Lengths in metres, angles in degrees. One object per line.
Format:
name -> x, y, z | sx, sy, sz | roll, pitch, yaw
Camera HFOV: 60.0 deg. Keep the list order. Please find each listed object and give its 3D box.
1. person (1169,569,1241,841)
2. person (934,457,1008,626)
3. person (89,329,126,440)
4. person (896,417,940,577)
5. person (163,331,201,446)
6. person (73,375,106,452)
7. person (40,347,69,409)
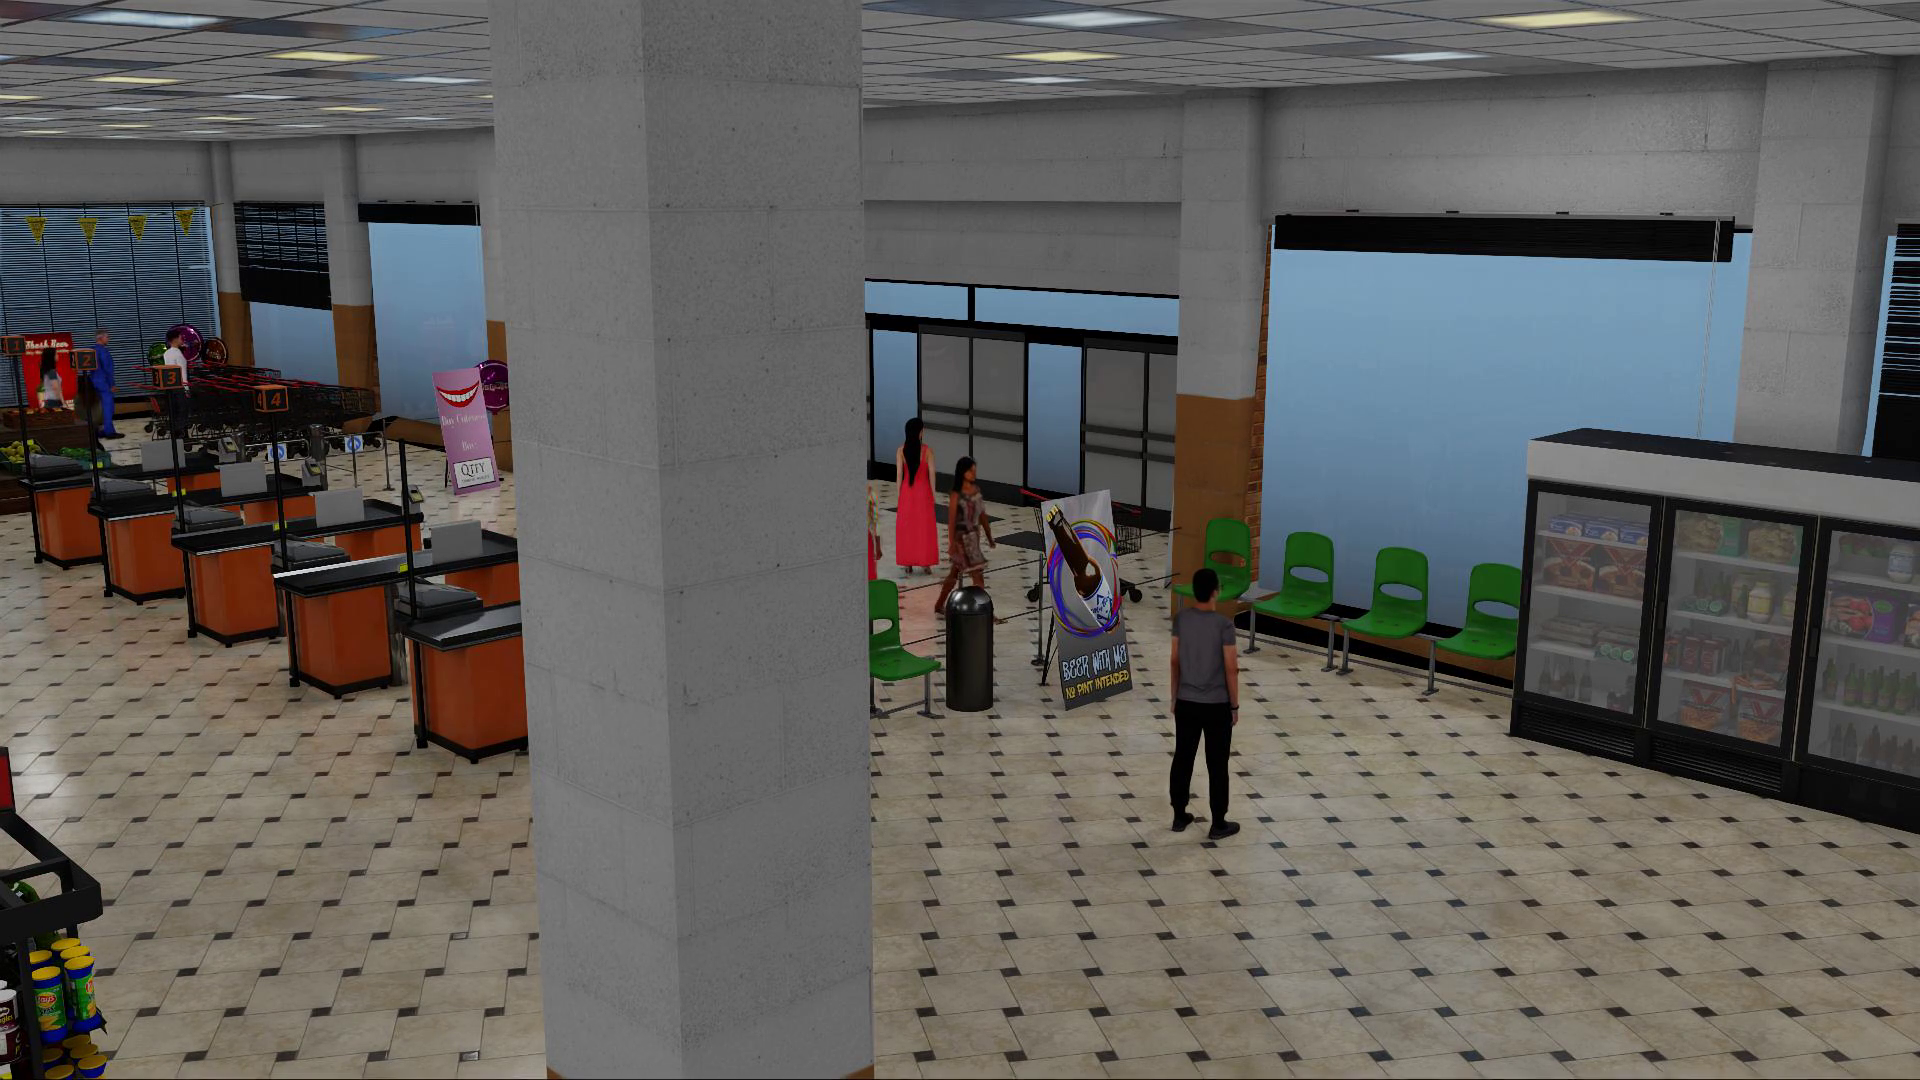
person -> 1.571, 1.042, 10.747 | 0.662, 1.753, 0.591 | 8, 14, 33
person -> -0.006, 0.022, 15.966 | 0.835, 1.599, 1.100 | 8, 14, 33
person -> -14.424, -2.626, 27.995 | 0.748, 1.826, 0.597 | 9, 15, 37
person -> -0.479, -0.470, 18.000 | 0.716, 1.725, 0.752 | 2, 12, 8
person -> -12.870, -2.510, 27.332 | 0.647, 1.870, 0.626 | 9, 15, 36
person -> -12.723, -1.678, 24.362 | 0.766, 1.466, 0.756 | 6, 13, 27
person -> -14.367, -2.168, 26.188 | 1.015, 1.673, 0.692 | -9, 15, -36
